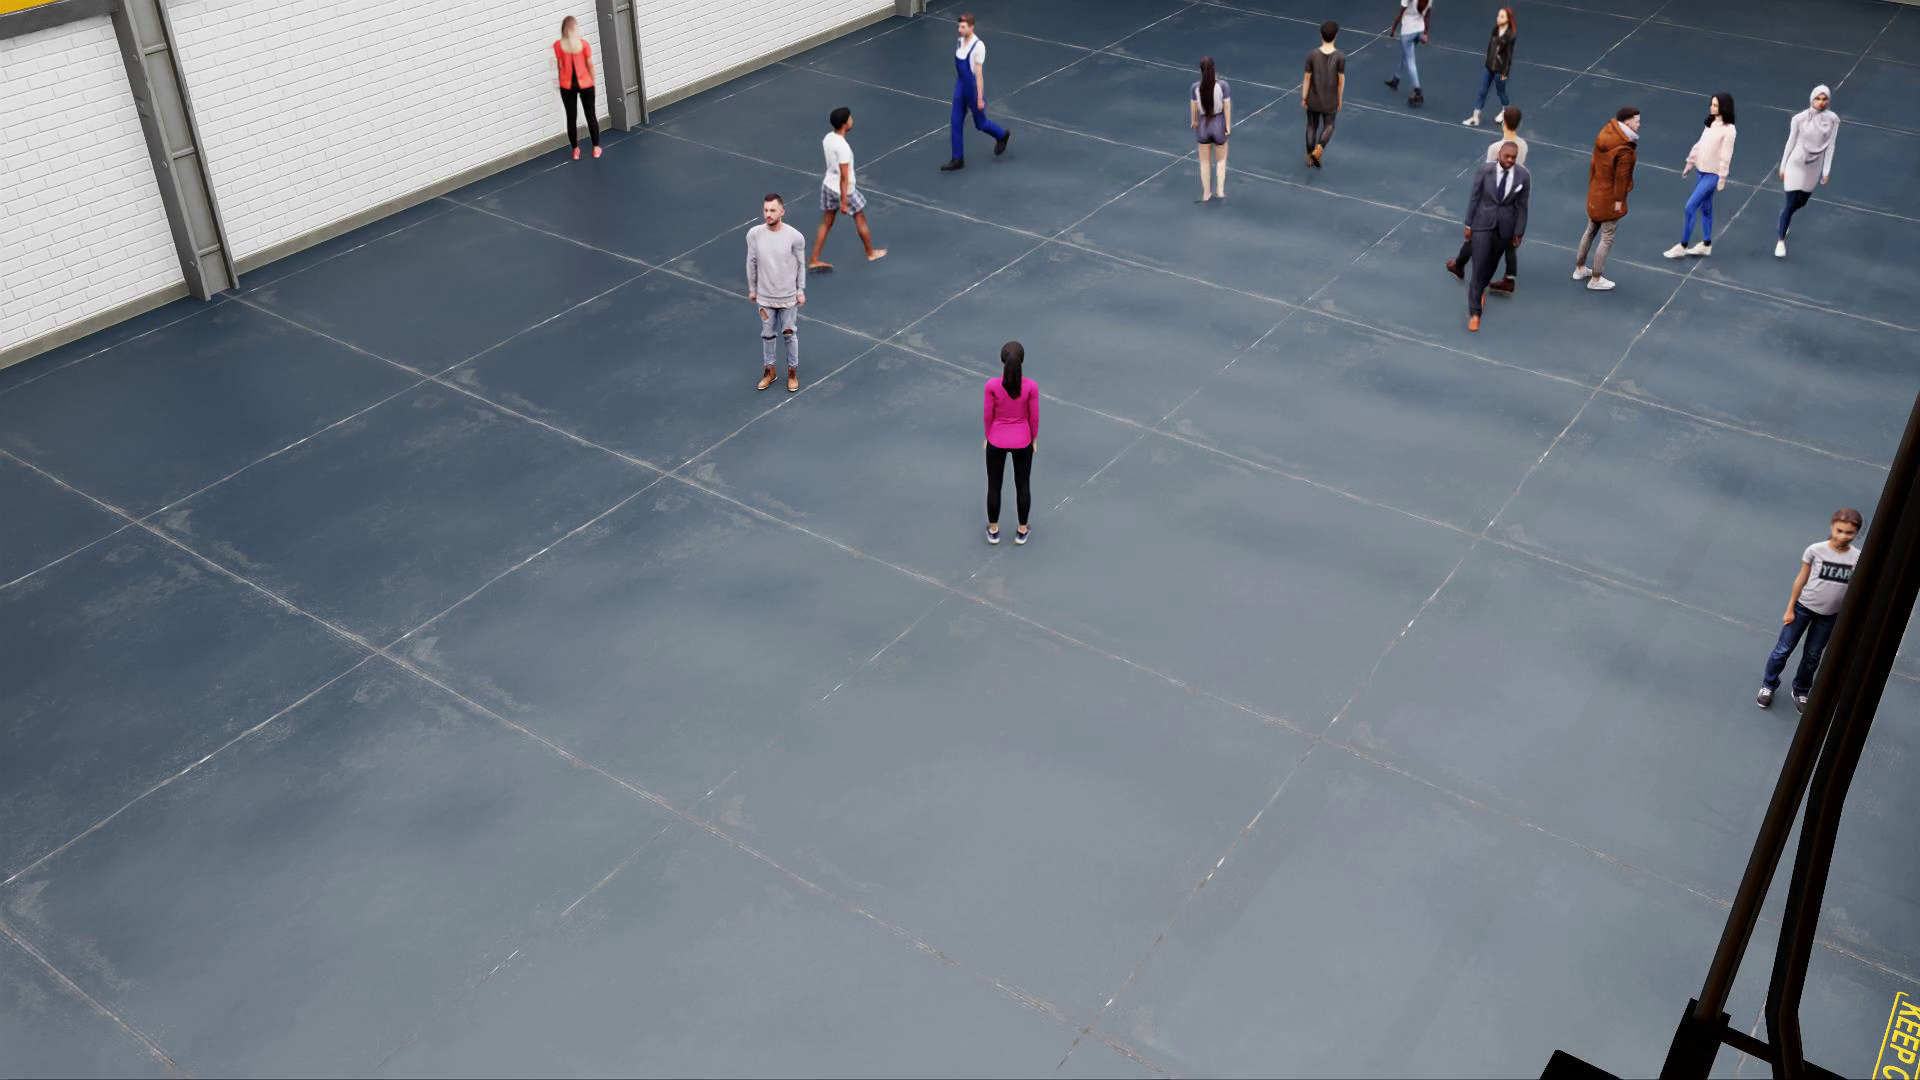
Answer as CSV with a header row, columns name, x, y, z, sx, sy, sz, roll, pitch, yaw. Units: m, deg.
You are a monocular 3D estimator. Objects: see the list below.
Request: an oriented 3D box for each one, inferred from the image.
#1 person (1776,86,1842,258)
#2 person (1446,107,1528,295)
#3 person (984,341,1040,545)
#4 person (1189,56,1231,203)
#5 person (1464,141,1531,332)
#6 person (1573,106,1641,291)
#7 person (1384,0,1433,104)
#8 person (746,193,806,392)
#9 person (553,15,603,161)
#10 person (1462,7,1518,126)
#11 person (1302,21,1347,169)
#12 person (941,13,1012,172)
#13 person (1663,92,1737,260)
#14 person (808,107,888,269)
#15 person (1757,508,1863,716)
name,x,y,z,sx,sy,sz,roll,pitch,yaw
person,8.864,-3.909,17.477,0.905,1.749,1.187,7,34,11
person,5.439,-3.322,16.539,1.125,1.810,1.065,-19,38,-26
person,0.385,-0.742,12.759,0.677,1.697,0.715,0,34,0
person,2.818,-4.546,18.548,0.717,1.625,0.688,16,37,23
person,5.159,-3.016,16.113,1.074,1.773,1.329,5,34,8
person,6.488,-3.435,16.683,0.899,1.838,0.843,-7,34,-10
person,5.855,-6.462,21.383,1.132,1.678,0.992,-16,37,-22
person,-1.635,-2.226,14.862,0.768,1.840,0.748,4,34,6
person,-4.552,-5.358,19.708,0.685,1.693,0.737,-3,34,-5
person,6.746,-5.886,20.722,1.034,1.450,0.808,-19,38,-26
person,4.211,-5.149,19.385,0.716,1.702,0.821,13,36,18
person,0.198,-5.242,19.420,1.264,1.818,0.864,-24,41,-32
person,7.874,-3.772,17.273,0.938,1.747,0.895,-2,34,-4
person,-1.301,-3.534,16.974,1.214,1.681,0.975,-17,37,-24
person,5.707,0.450,11.087,0.590,1.563,0.599,10,35,15
